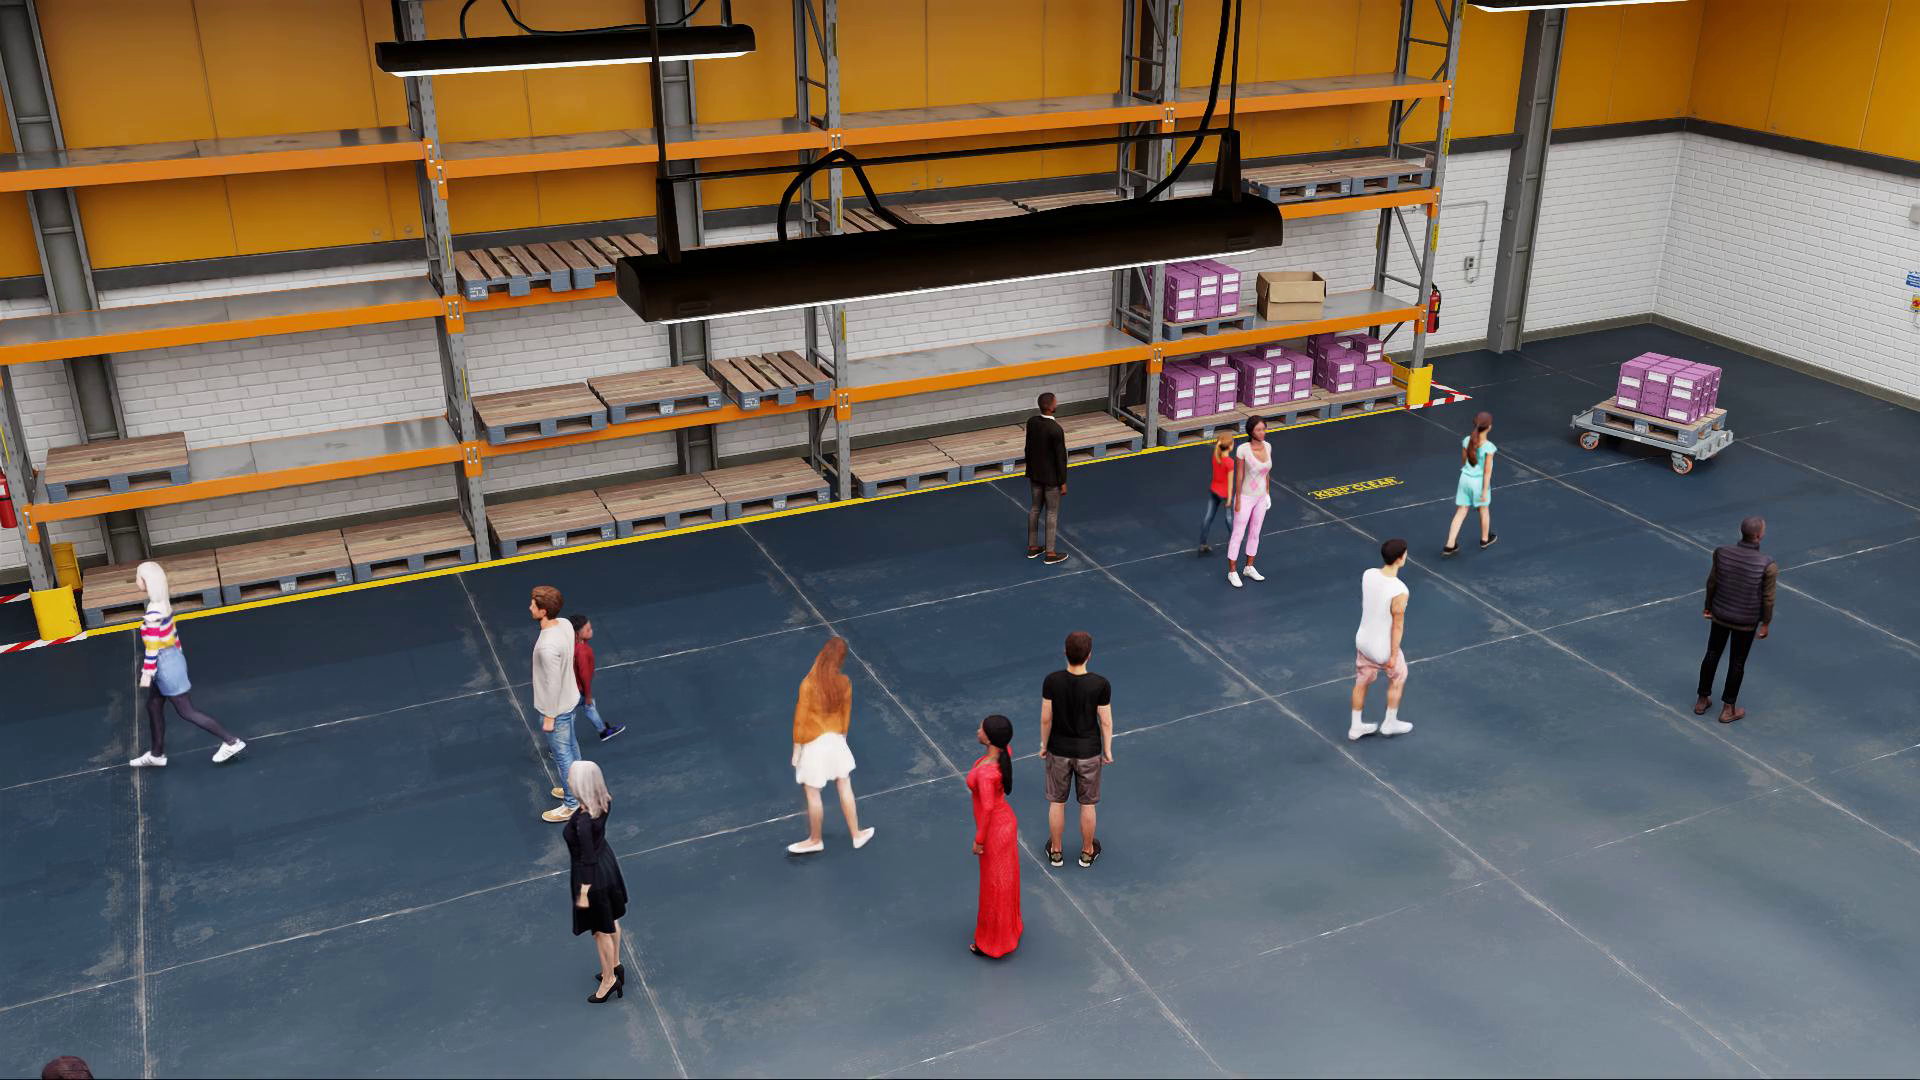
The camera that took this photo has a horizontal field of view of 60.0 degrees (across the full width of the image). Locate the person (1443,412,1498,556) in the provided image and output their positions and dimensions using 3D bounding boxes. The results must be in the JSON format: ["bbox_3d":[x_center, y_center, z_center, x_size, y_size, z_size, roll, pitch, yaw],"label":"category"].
[{"bbox_3d":[5.224,-0.552,17.046,1.048,1.525,0.749,-19,30,-37],"label":"person"}]

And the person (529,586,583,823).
[{"bbox_3d":[-3.024,1.218,12.525,0.729,1.904,0.752,0,24,0],"label":"person"}]

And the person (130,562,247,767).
[{"bbox_3d":[-6.162,1.020,13.141,1.122,1.772,0.706,-8,25,-18],"label":"person"}]

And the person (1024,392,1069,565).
[{"bbox_3d":[0.874,-0.643,16.910,0.671,1.800,0.729,-21,31,-40],"label":"person"}]

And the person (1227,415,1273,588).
[{"bbox_3d":[2.872,-0.403,16.438,0.461,1.740,0.646,-12,26,-26],"label":"person"}]

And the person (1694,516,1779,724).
[{"bbox_3d":[6.482,0.645,13.919,0.687,1.836,0.765,-21,31,-39],"label":"person"}]

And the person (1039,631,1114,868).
[{"bbox_3d":[0.812,1.499,11.935,0.710,1.861,0.834,3,24,6],"label":"person"}]

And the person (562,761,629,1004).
[{"bbox_3d":[-2.326,2.159,10.569,0.712,1.746,0.697,1,24,2],"label":"person"}]

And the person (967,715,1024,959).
[{"bbox_3d":[0.235,1.946,11.009,0.776,1.784,0.725,7,24,15],"label":"person"}]

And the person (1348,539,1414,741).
[{"bbox_3d":[3.344,0.843,13.550,0.785,1.770,0.680,-14,27,-29],"label":"person"}]

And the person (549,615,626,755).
[{"bbox_3d":[-3.170,1.184,13.454,0.851,1.221,0.535,-11,26,-24],"label":"person"}]

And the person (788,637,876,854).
[{"bbox_3d":[-1.021,1.532,12.081,0.908,1.683,0.697,17,29,33],"label":"person"}]

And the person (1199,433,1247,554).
[{"bbox_3d":[2.642,-0.457,17.130,0.939,1.284,0.630,-18,30,-36],"label":"person"}]
